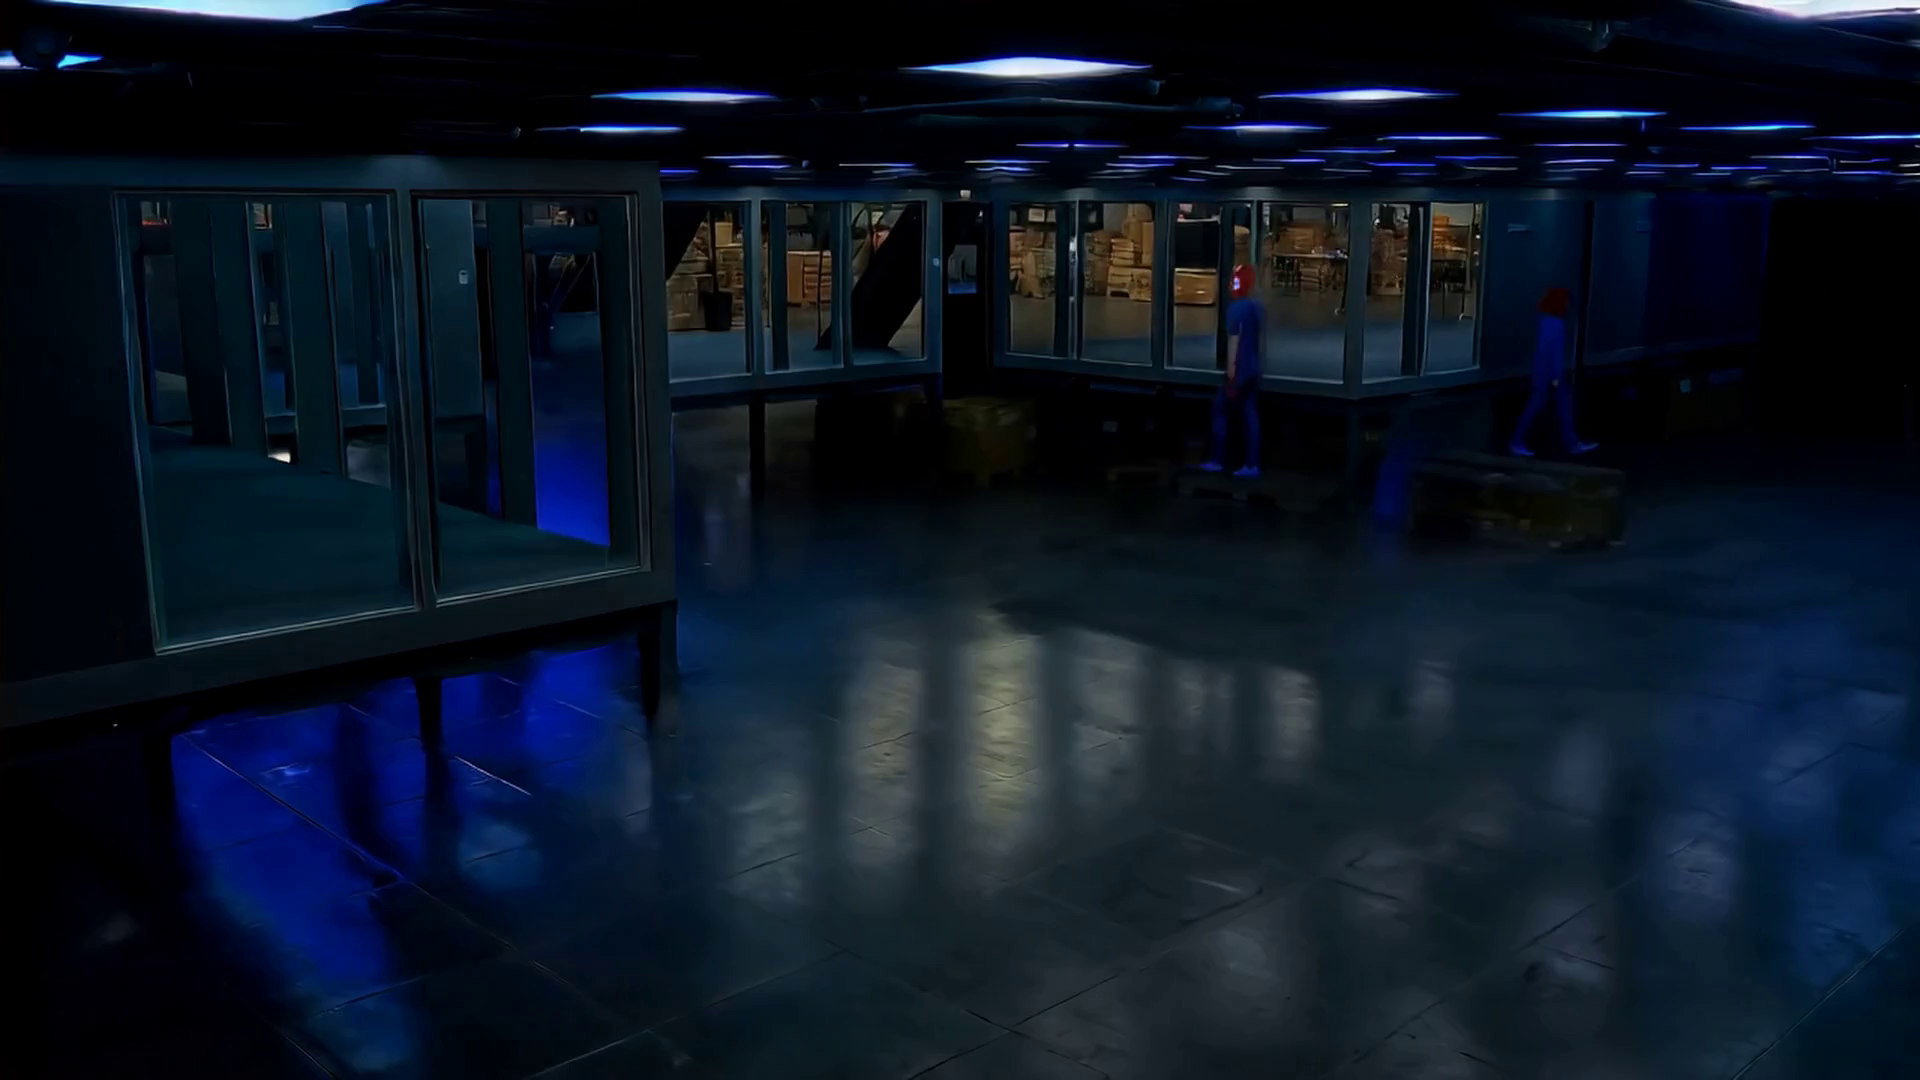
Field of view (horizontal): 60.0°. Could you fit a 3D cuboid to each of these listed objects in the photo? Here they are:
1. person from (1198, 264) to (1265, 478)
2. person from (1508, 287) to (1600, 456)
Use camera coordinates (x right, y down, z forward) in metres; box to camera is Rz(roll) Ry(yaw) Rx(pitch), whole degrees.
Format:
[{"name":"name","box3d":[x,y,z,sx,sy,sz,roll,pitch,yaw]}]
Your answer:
[{"name":"person","box3d":[2.395,-1.472,14.507,0.522,1.845,0.734,-8,14,-35]},{"name":"person","box3d":[5.586,-1.558,15.572,0.840,1.588,0.521,6,13,28]}]
